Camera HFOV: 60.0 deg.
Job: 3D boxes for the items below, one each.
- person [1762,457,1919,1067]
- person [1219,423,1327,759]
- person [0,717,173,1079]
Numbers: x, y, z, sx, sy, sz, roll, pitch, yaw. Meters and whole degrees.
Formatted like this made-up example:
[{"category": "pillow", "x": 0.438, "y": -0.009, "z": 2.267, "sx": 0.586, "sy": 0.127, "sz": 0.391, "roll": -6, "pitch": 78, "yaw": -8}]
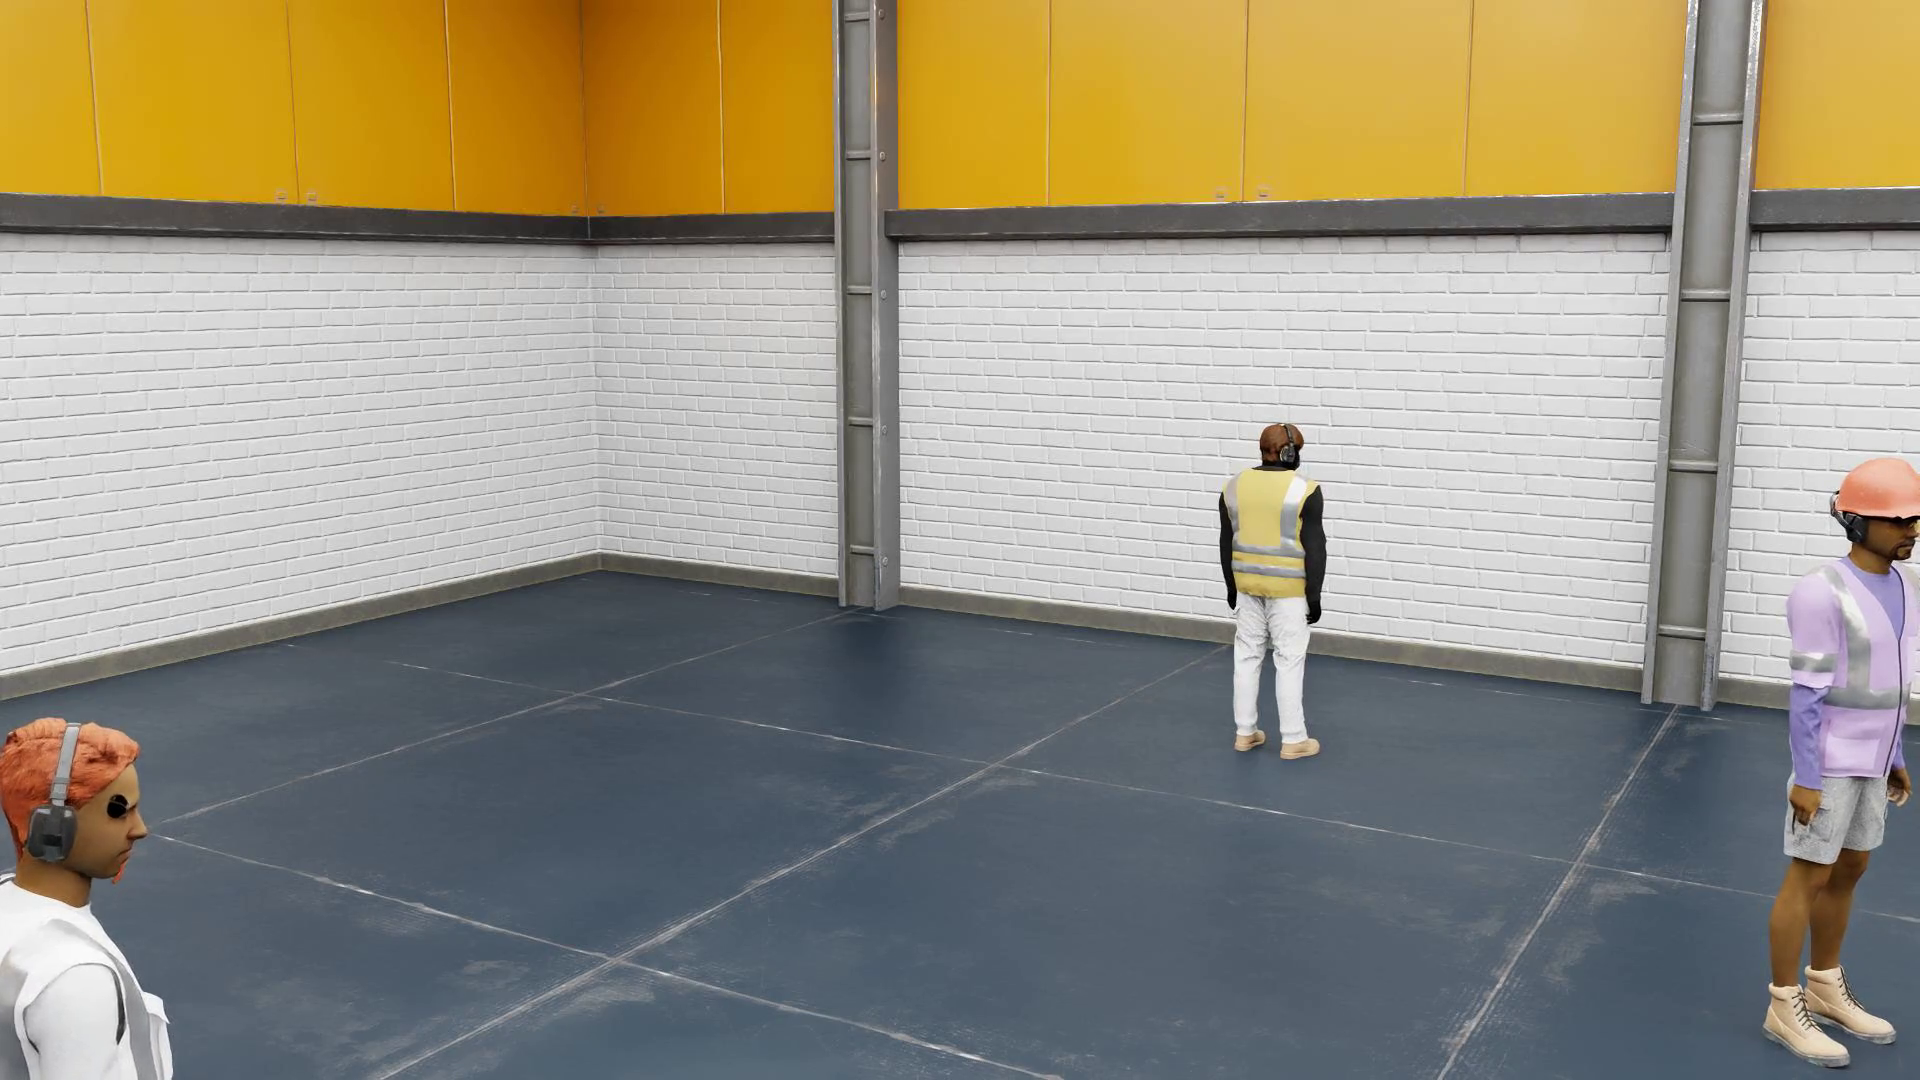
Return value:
[{"category": "person", "x": 3.030, "y": 0.735, "z": 5.623, "sx": 0.609, "sy": 2.044, "sz": 0.394, "roll": -6, "pitch": 11, "yaw": -31}, {"category": "person", "x": 1.726, "y": 0.276, "z": 9.139, "sx": 0.624, "sy": 1.838, "sz": 0.430, "roll": 8, "pitch": 12, "yaw": 40}, {"category": "person", "x": -1.562, "y": 1.241, "z": 2.956, "sx": 0.361, "sy": 1.885, "sz": 0.575, "roll": -8, "pitch": 12, "yaw": -42}]
